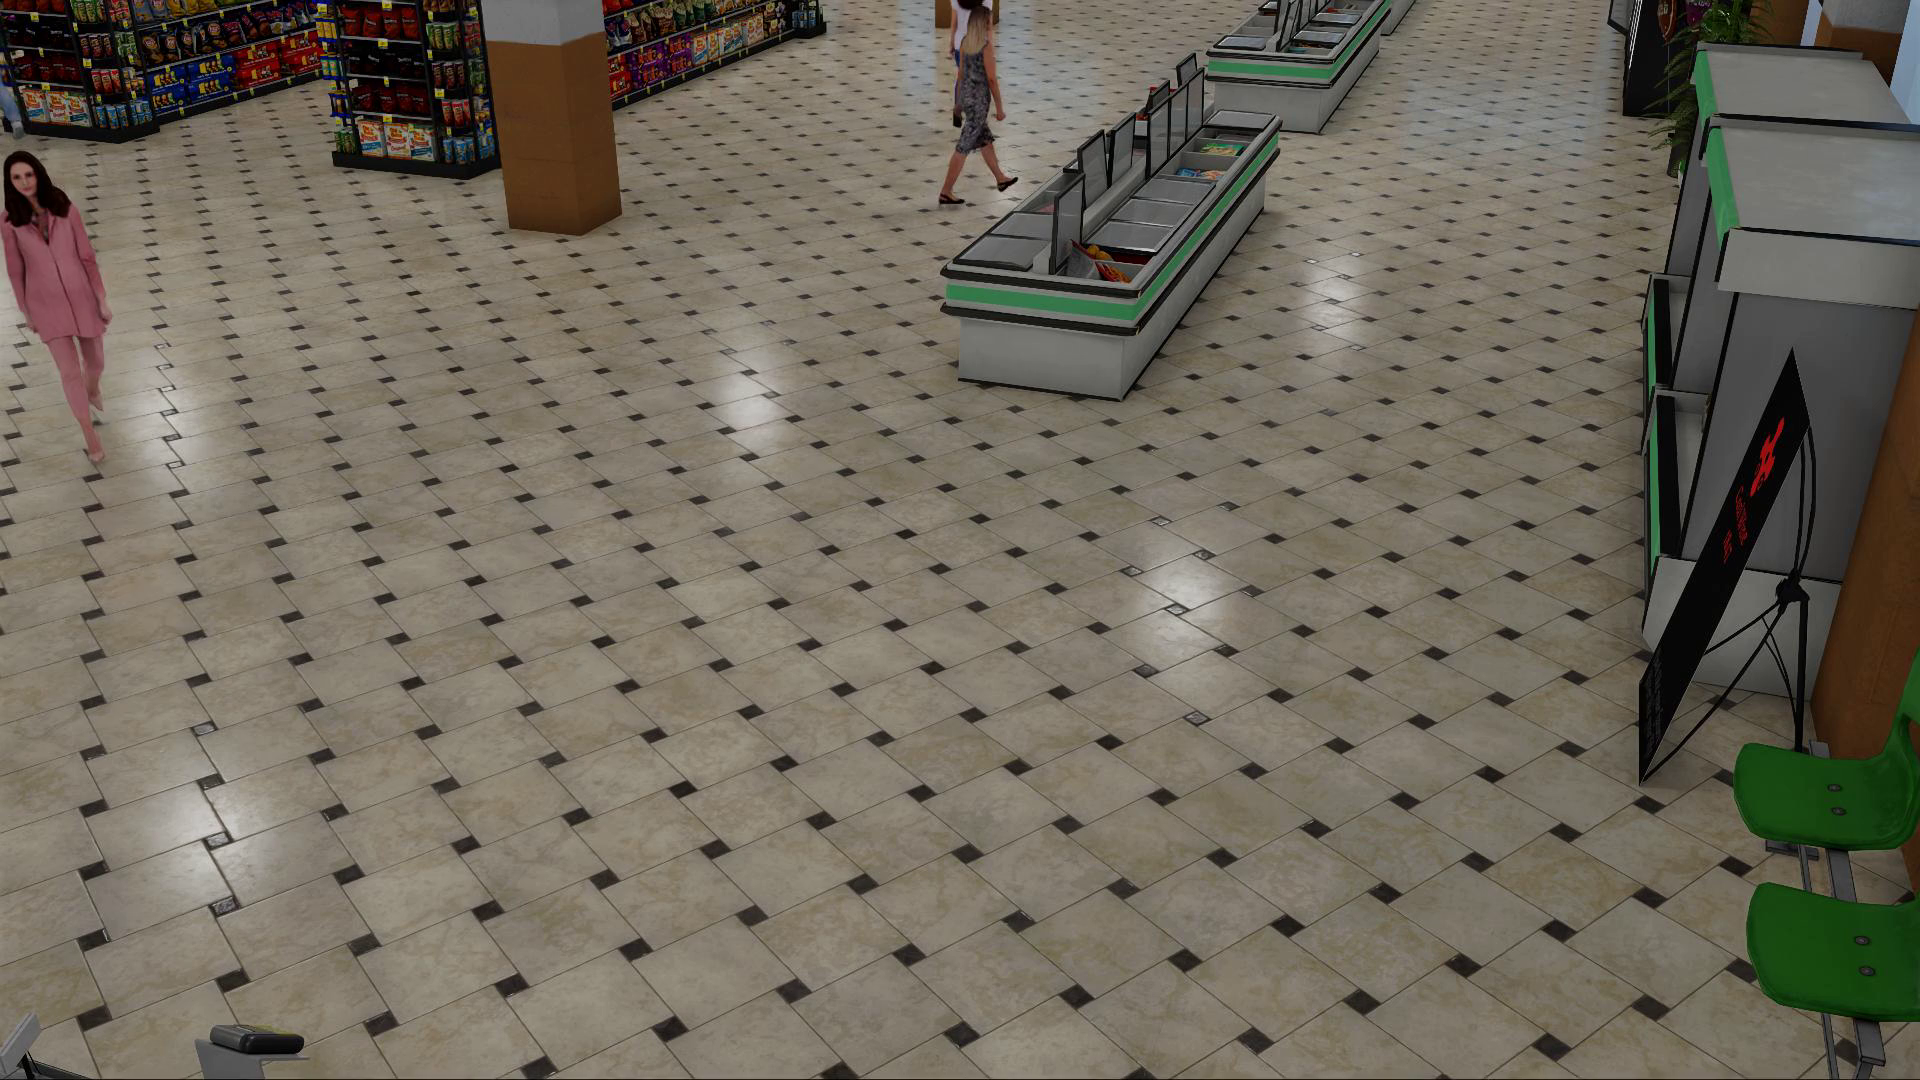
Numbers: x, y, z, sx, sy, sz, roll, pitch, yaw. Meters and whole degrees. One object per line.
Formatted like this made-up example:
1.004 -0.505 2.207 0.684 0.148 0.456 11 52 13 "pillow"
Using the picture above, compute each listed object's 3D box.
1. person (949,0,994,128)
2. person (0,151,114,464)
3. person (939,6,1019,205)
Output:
0.074 -4.908 16.736 0.605 1.671 0.648 10 28 18 "person"
-5.189 -1.374 9.655 1.099 1.772 1.081 -16 31 -29 "person"
0.050 -3.695 14.375 1.184 1.644 1.036 -16 31 -28 "person"
